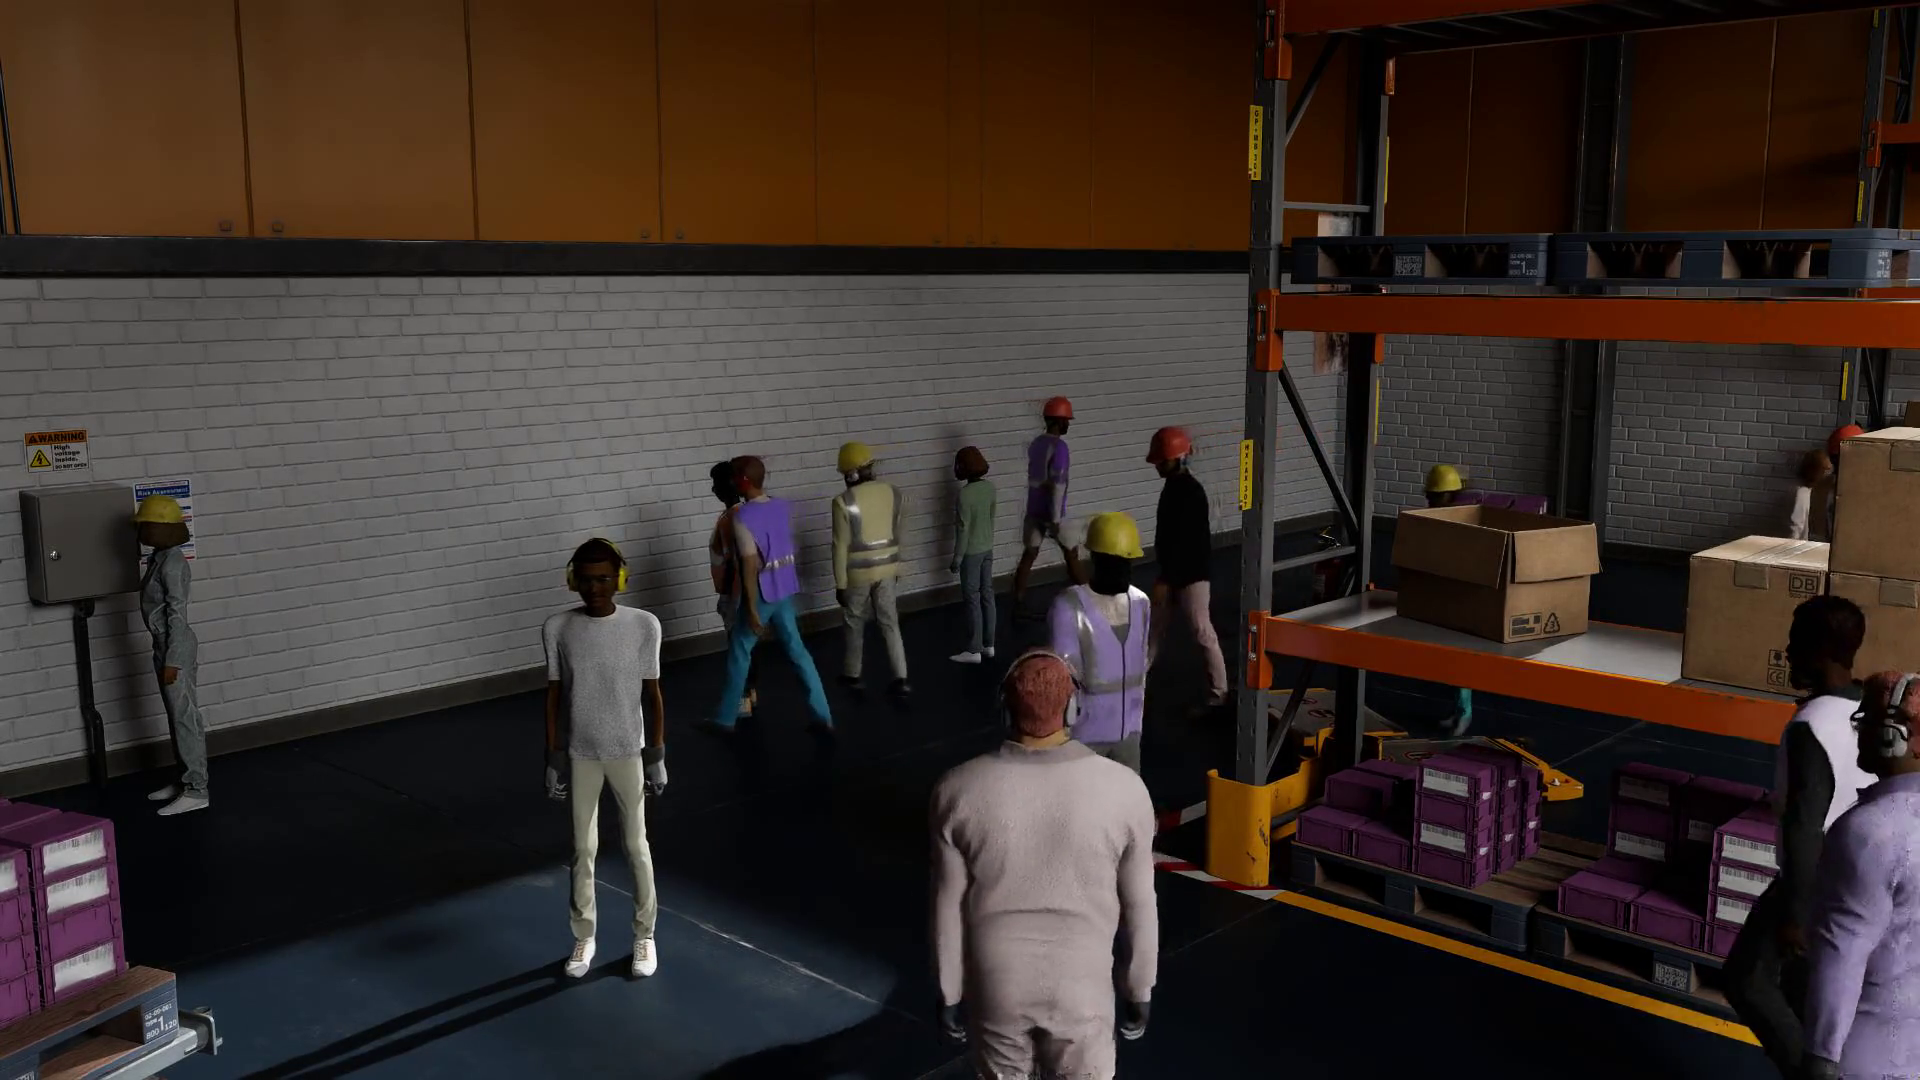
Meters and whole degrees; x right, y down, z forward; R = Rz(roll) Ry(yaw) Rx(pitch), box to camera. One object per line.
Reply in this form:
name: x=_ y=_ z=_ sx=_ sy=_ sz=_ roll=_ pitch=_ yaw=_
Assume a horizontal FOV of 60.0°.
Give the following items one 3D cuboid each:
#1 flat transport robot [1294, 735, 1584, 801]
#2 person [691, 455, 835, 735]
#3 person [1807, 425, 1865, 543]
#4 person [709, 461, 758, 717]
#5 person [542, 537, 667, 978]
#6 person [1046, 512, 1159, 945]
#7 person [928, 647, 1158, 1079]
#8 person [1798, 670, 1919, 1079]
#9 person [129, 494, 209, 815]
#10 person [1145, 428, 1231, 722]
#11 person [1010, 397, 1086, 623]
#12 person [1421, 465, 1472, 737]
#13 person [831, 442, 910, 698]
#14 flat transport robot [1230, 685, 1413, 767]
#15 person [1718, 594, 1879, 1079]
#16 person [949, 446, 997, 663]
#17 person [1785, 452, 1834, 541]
flat transport robot: x=2.678 y=1.301 z=9.349 sx=1.431 sy=0.197 sz=0.652 roll=-2 pitch=9 yaw=-10
person: x=-1.200 y=0.365 z=10.468 sx=0.918 sy=1.797 sz=0.599 roll=4 pitch=10 yaw=25
person: x=5.746 y=0.215 z=10.893 sx=0.342 sy=1.942 sz=0.552 roll=1 pitch=9 yaw=5
person: x=-1.489 y=0.329 z=10.997 sx=0.321 sy=1.680 sz=0.530 roll=1 pitch=9 yaw=5
person: x=-1.482 y=0.904 z=6.929 sx=0.514 sy=1.861 sz=0.316 roll=0 pitch=9 yaw=-2
person: x=0.593 y=0.805 z=7.375 sx=0.597 sy=1.910 sz=0.708 roll=-7 pitch=11 yaw=-36
person: x=0.231 y=1.254 z=4.695 sx=0.652 sy=1.890 sz=0.719 roll=0 pitch=9 yaw=2
person: x=2.556 y=1.290 z=4.500 sx=0.652 sy=1.880 sz=0.817 roll=-6 pitch=11 yaw=-34
person: x=-4.308 y=0.613 z=9.056 sx=0.290 sy=1.746 sz=0.486 roll=-6 pitch=11 yaw=-32
person: x=1.336 y=0.240 z=10.760 sx=0.970 sy=1.929 sz=0.607 roll=-2 pitch=10 yaw=-13
person: x=0.823 y=-0.256 z=13.976 sx=0.992 sy=1.876 sz=0.548 roll=-6 pitch=11 yaw=-32
person: x=3.119 y=0.384 z=10.523 sx=0.577 sy=1.727 sz=0.534 roll=-6 pitch=11 yaw=-33
person: x=-0.628 y=0.214 z=11.447 sx=0.599 sy=1.793 sz=0.819 roll=-5 pitch=11 yaw=-29
flat transport robot: x=2.219 y=1.145 z=10.303 sx=0.652 sy=0.197 sz=1.431 roll=-2 pitch=9 yaw=-10
person: x=2.797 y=1.120 z=5.481 sx=0.619 sy=1.895 sz=0.462 roll=-9 pitch=13 yaw=-44
person: x=0.098 y=0.106 z=12.504 sx=0.278 sy=1.633 sz=0.499 roll=6 pitch=11 yaw=31
person: x=6.353 y=0.164 z=12.211 sx=0.525 sy=1.606 sz=0.713 roll=-8 pitch=12 yaw=-39
